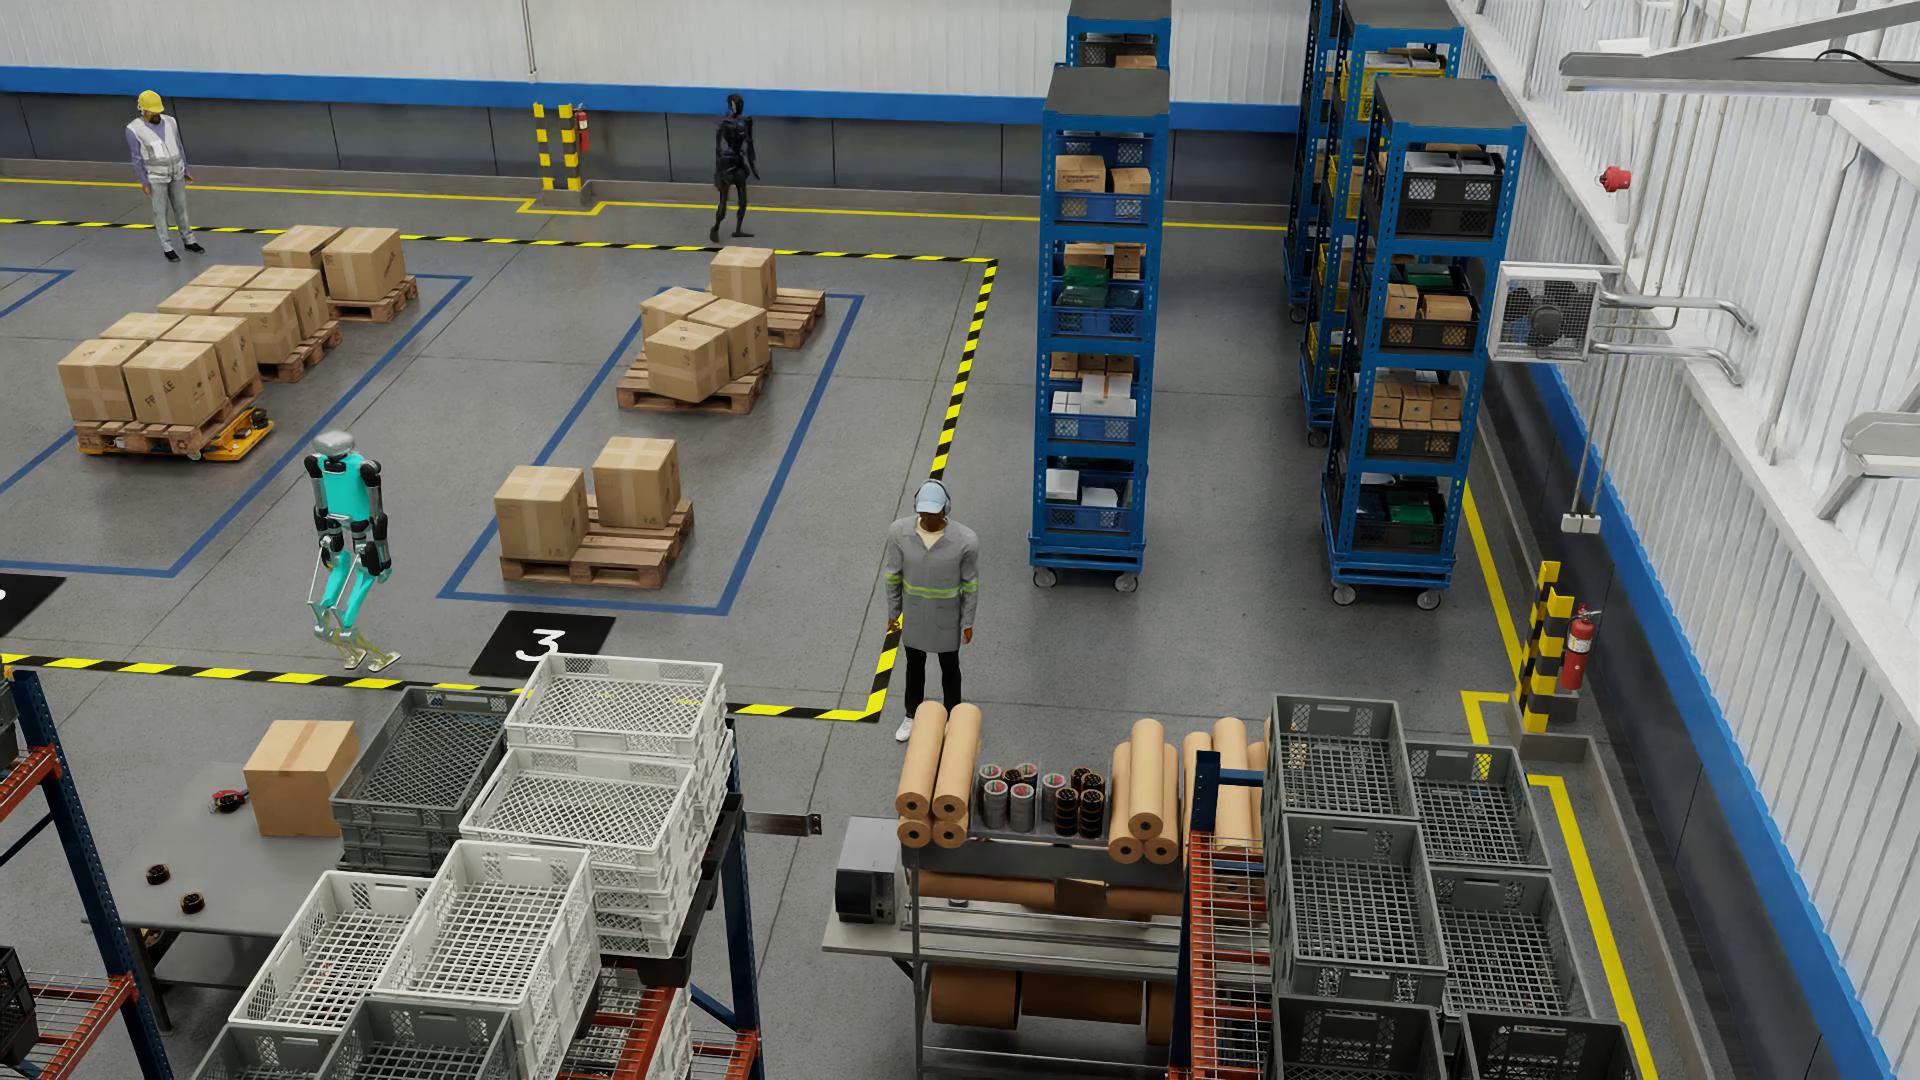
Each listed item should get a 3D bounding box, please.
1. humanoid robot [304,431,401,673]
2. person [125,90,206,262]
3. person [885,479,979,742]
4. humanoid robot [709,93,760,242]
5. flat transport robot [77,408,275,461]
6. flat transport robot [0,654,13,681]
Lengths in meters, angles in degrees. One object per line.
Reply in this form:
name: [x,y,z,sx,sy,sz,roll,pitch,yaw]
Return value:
humanoid robot: [-4.049,0.155,10.818,0.533,1.673,0.735,9,31,15]
person: [-8.533,-3.918,17.857,0.403,1.823,0.588,19,35,29]
person: [-0.180,0.456,10.316,0.589,1.852,0.366,6,31,10]
humanoid robot: [-2.538,-4.120,18.355,0.456,1.647,0.609,23,38,34]
flat transport robot: [-6.728,-0.944,14.268,1.431,0.197,0.652,3,30,6]
flat transport robot: [-7.142,0.969,11.010,1.431,0.231,0.659,3,30,6]
